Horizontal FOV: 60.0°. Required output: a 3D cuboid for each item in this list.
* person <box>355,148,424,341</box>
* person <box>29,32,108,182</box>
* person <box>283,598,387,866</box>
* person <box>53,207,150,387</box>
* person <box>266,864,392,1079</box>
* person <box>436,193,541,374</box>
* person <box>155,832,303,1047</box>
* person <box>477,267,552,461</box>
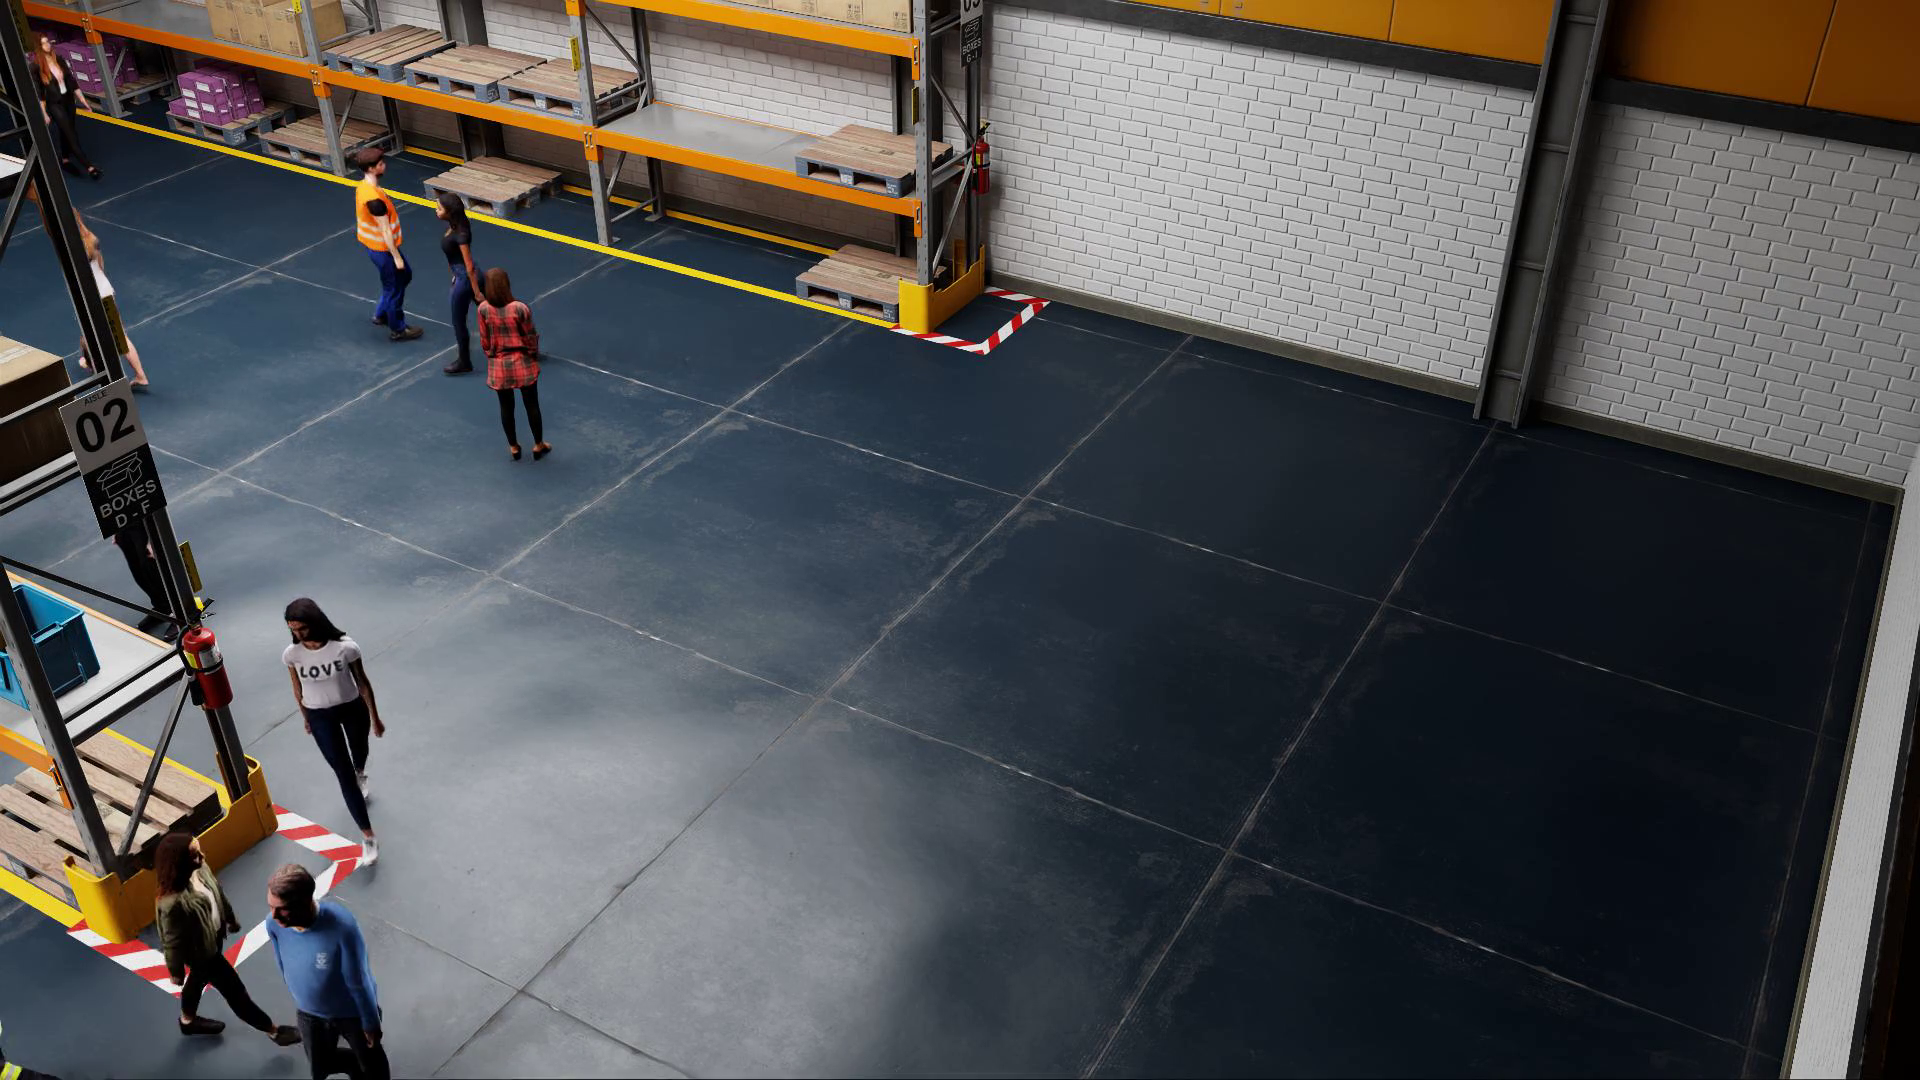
[{"bbox_3d":[-5.428,-2.699,15.427,0.894,1.871,0.821,-14,36,-19],"label":"person"},{"bbox_3d":[-10.319,-4.950,18.996,1.120,1.668,0.662,15,36,21],"label":"person"},{"bbox_3d":[-3.713,1.016,9.962,1.098,1.733,1.194,-11,35,-16],"label":"person"},{"bbox_3d":[-7.602,-2.096,14.709,1.086,1.663,0.629,16,37,23],"label":"person"},{"bbox_3d":[-3.016,2.186,8.142,0.758,1.800,0.852,2,34,4],"label":"person"},{"bbox_3d":[-4.335,-2.319,15.003,1.127,1.708,1.056,-8,34,-12],"label":"person"},{"bbox_3d":[-3.989,2.098,8.606,1.073,1.433,0.921,-1,34,-1],"label":"person"},{"bbox_3d":[-3.685,-1.445,13.695,0.646,1.699,0.757,1,34,1],"label":"person"}]
